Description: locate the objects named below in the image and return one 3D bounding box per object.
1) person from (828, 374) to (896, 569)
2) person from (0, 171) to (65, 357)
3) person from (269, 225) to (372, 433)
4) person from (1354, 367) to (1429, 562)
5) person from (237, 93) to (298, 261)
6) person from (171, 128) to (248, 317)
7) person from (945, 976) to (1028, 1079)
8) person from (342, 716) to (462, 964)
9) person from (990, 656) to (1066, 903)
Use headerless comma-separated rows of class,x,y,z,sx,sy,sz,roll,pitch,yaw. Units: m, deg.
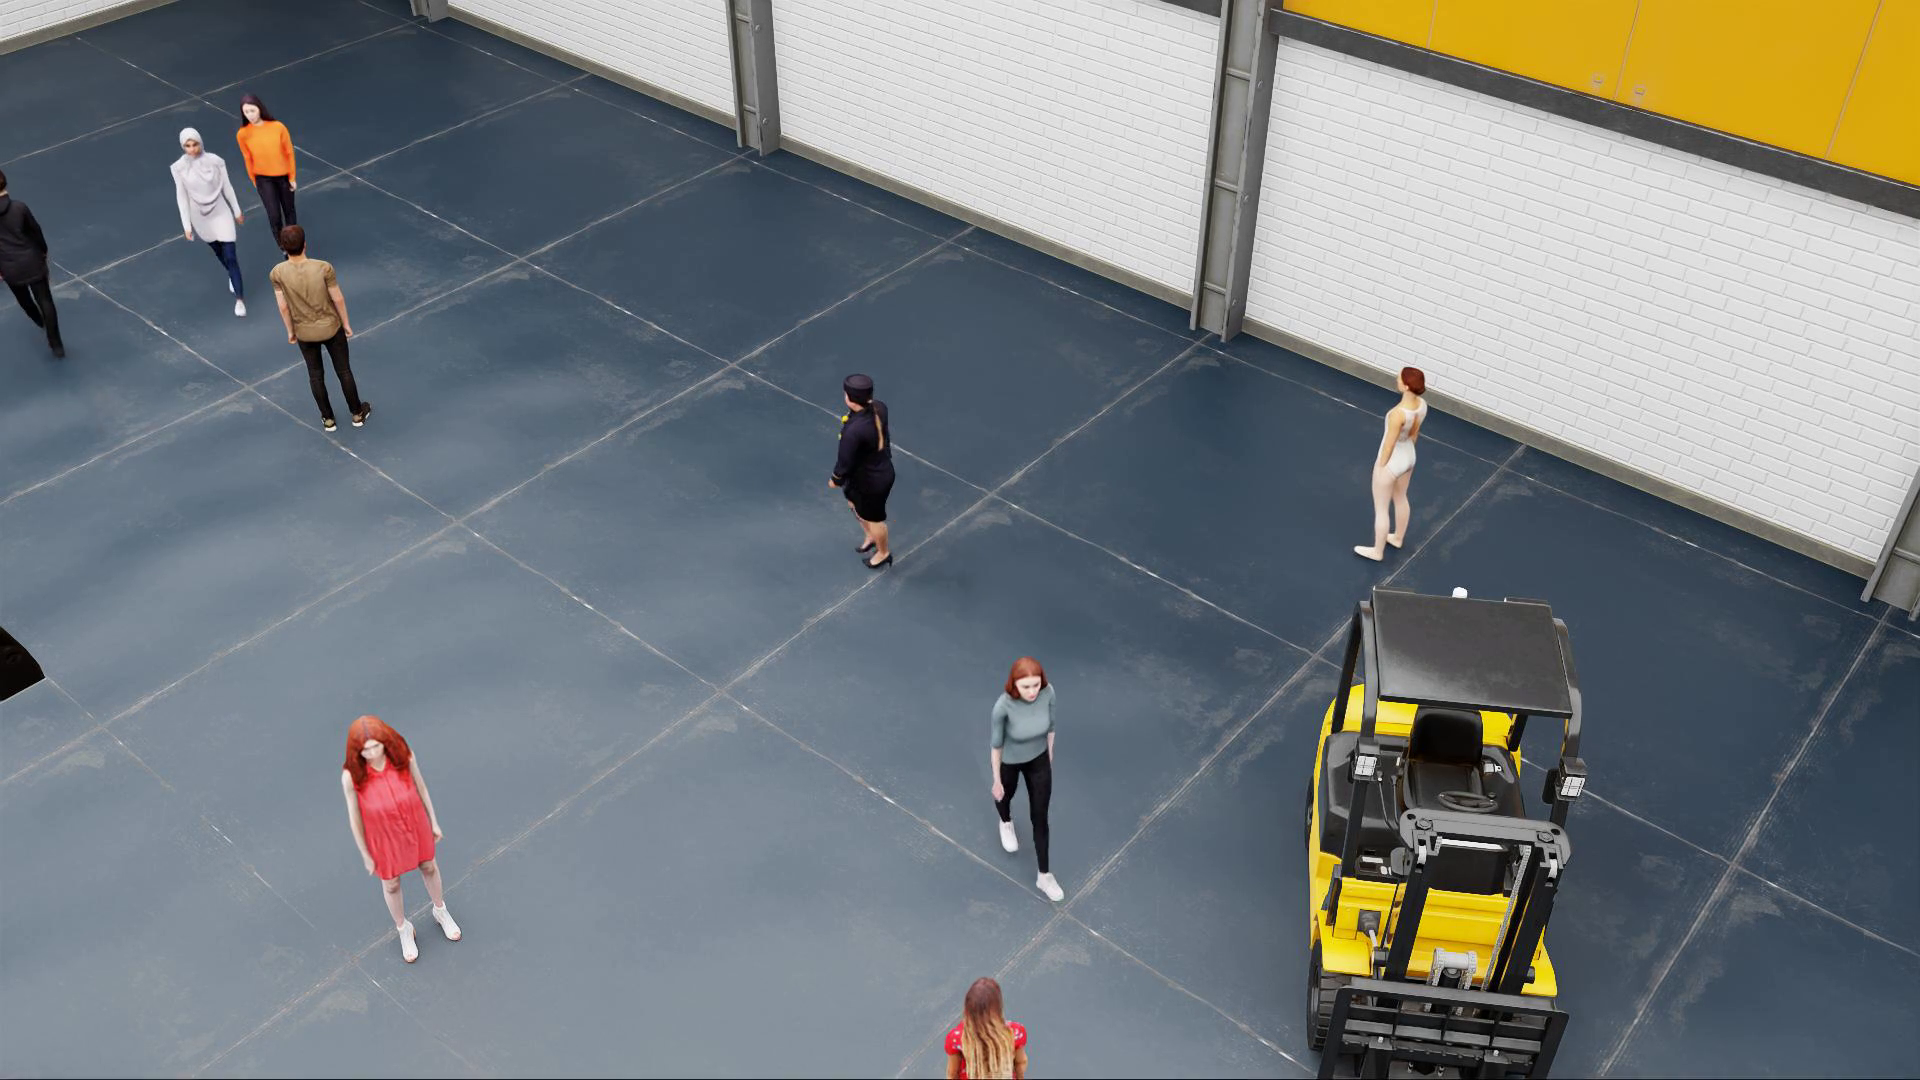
person,-0.604,-0.436,12.190,0.815,1.656,0.797,12,40,15
person,-8.208,-2.394,14.580,0.877,1.732,1.151,-20,43,-23
person,-5.279,-1.740,13.666,0.749,1.852,0.771,-9,39,-11
person,3.255,-0.575,12.376,0.573,1.641,0.505,-29,47,-31
person,-6.583,-3.499,15.971,0.826,1.725,0.968,-16,41,-19
person,-6.889,-2.978,15.319,1.068,1.723,1.232,-9,40,-12
person,0.126,2.736,8.270,0.659,1.592,0.715,-4,39,-5
person,-3.176,1.672,9.414,0.650,1.827,0.591,-23,44,-26
person,0.337,1.290,9.987,0.924,1.707,1.100,-13,40,-15
